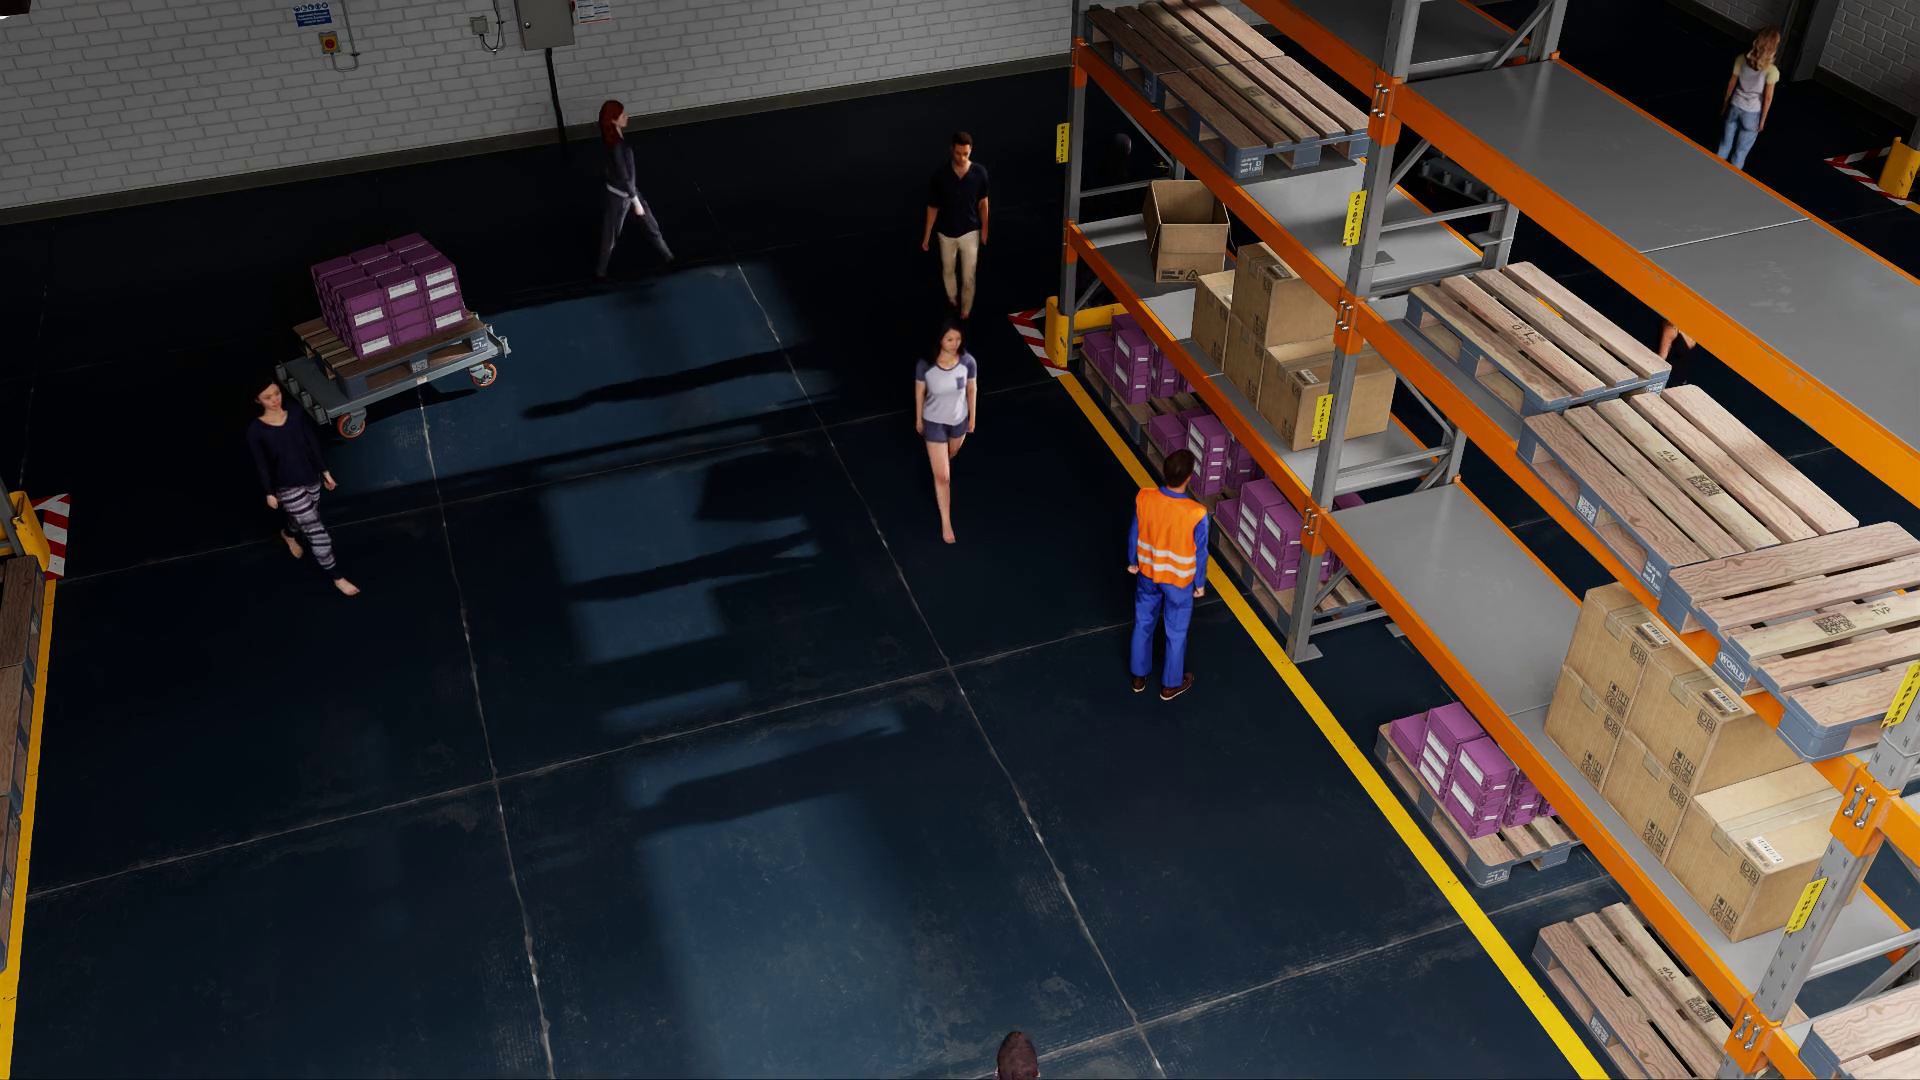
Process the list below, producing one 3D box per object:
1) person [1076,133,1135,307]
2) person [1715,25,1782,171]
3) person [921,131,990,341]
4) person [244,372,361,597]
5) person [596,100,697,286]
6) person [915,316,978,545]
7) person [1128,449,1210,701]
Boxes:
[{"bbox_3d":[1.278,-2.724,14.326,0.662,1.602,0.803,-16,41,-19],"label":"person"},{"bbox_3d":[7.512,-4.084,15.932,0.747,1.722,0.587,-26,45,-29],"label":"person"},{"bbox_3d":[0.003,-2.639,14.039,0.887,1.826,0.961,8,39,10],"label":"person"},{"bbox_3d":[-4.580,-0.435,11.378,1.160,1.704,0.986,24,45,27],"label":"person"},{"bbox_3d":[-3.033,-2.972,14.535,0.852,1.726,1.130,-5,39,-6],"label":"person"},{"bbox_3d":[-0.102,-0.908,12.003,0.695,1.662,1.171,-8,39,-10],"label":"person"},{"bbox_3d":[1.297,0.215,10.435,0.764,1.863,0.847,20,43,23],"label":"person"}]
